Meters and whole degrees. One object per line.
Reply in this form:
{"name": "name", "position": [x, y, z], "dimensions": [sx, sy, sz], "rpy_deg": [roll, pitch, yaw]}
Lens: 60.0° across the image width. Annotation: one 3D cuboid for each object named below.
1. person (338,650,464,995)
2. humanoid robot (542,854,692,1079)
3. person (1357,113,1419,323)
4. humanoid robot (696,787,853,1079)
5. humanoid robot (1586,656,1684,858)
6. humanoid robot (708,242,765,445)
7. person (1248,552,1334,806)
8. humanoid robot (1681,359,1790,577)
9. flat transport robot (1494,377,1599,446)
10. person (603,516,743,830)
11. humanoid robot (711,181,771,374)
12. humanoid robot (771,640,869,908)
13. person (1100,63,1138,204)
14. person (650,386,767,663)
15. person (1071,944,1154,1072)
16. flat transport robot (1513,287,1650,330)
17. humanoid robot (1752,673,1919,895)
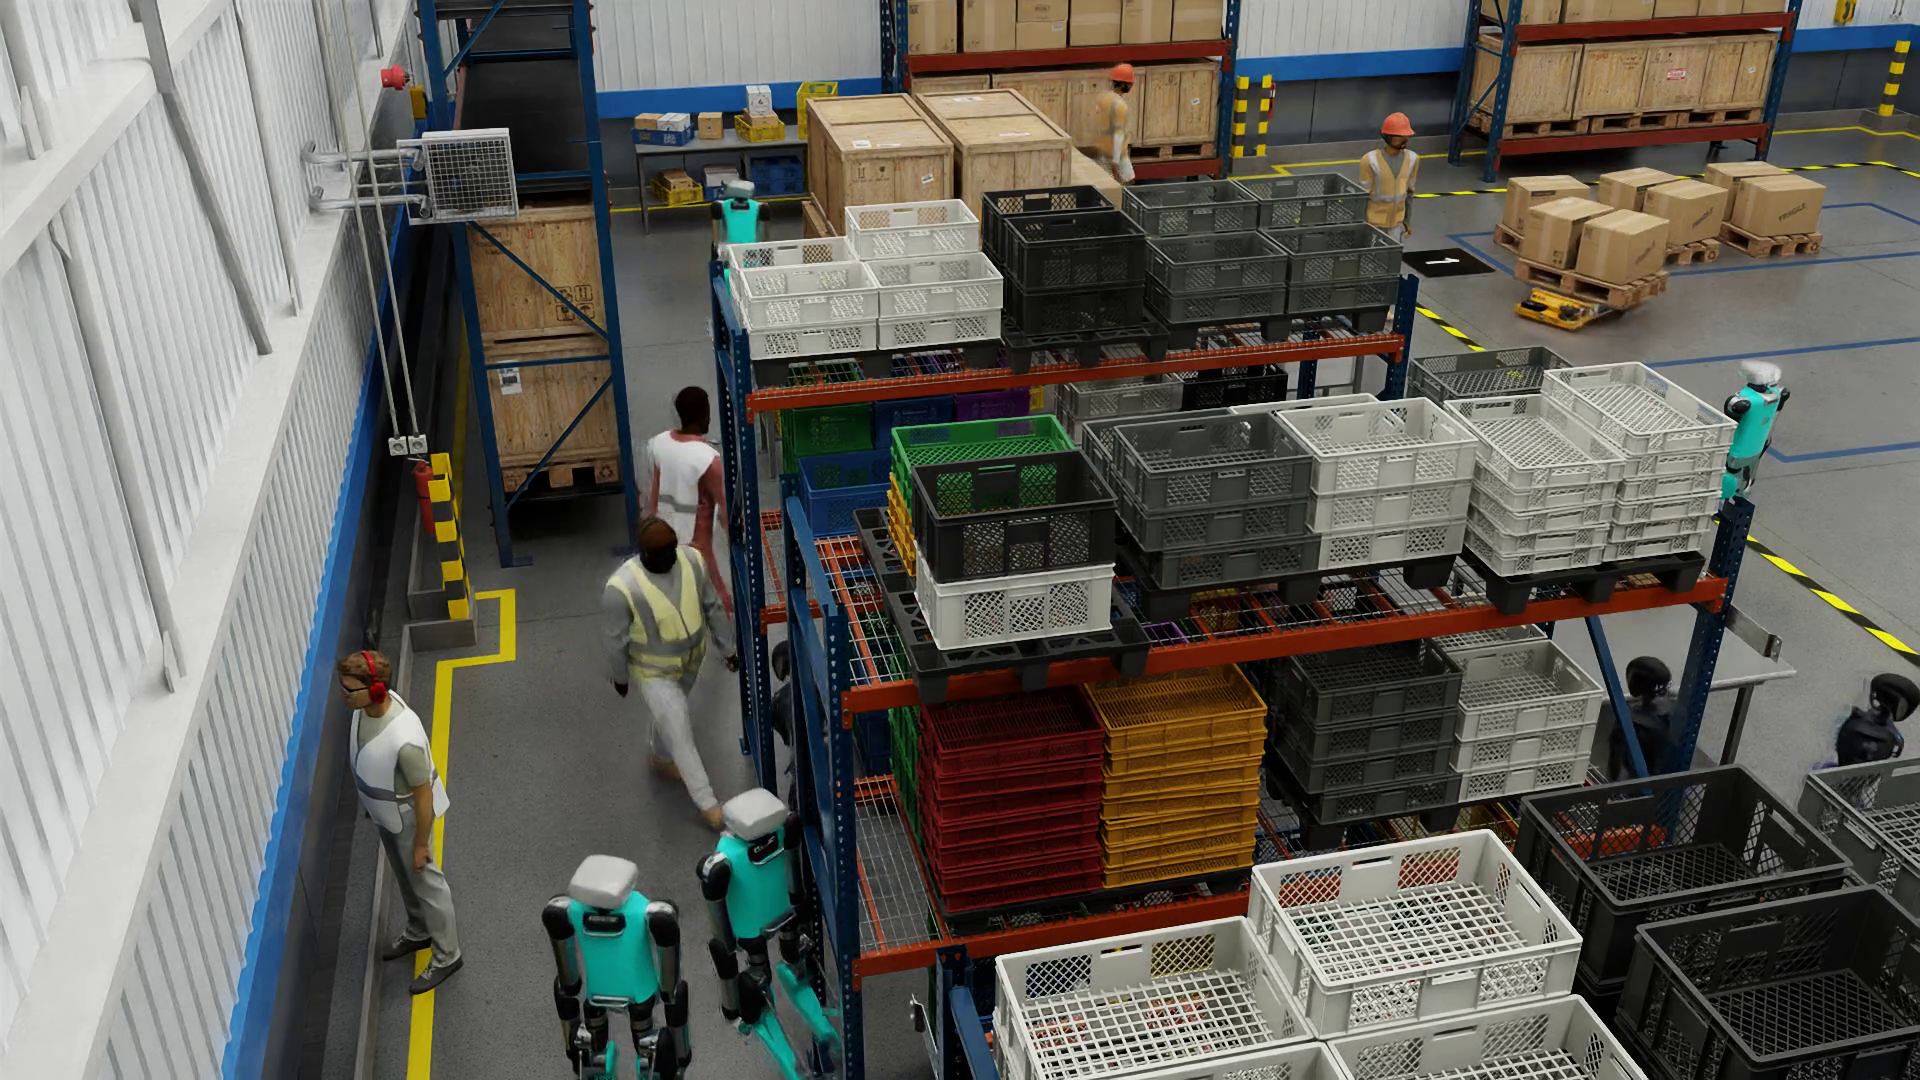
{"name": "person", "position": [-2.633, 1.307, 7.872], "dimensions": [0.391, 1.847, 0.563], "rpy_deg": [-21, 35, -35]}
{"name": "humanoid robot", "position": [-1.344, 2.083, 6.444], "dimensions": [0.544, 1.731, 0.687], "rpy_deg": [3, 28, 6]}
{"name": "person", "position": [4.081, -3.073, 15.974], "dimensions": [0.606, 2.045, 0.372], "rpy_deg": [-8, 29, -14]}
{"name": "humanoid robot", "position": [-0.672, 1.859, 6.872], "dimensions": [0.690, 1.733, 0.543], "rpy_deg": [20, 34, 33]}
{"name": "humanoid robot", "position": [3.266, 1.300, 8.094], "dimensions": [0.610, 1.620, 0.700], "rpy_deg": [-19, 33, -32]}
{"name": "humanoid robot", "position": [-1.603, -1.604, 13.567], "dimensions": [1.057, 1.757, 0.567], "rpy_deg": [-13, 30, -22]}
{"name": "person", "position": [1.807, 0.662, 9.183], "dimensions": [0.521, 1.768, 0.310], "rpy_deg": [20, 34, 32]}
{"name": "humanoid robot", "position": [5.040, -0.480, 11.244], "dimensions": [0.533, 1.672, 0.735], "rpy_deg": [-15, 31, -26]}
{"name": "flat transport robot", "position": [4.780, -1.036, 14.013], "dimensions": [0.659, 0.231, 1.431], "rpy_deg": [-6, 28, -12]}
{"name": "person", "position": [-1.521, 0.693, 9.091], "dimensions": [0.946, 1.797, 0.652], "rpy_deg": [23, 35, 36]}
{"name": "humanoid robot", "position": [-1.944, -2.278, 14.788], "dimensions": [0.561, 1.733, 1.009], "rpy_deg": [0, 28, -1]}
{"name": "humanoid robot", "position": [-0.746, 1.190, 8.292], "dimensions": [0.523, 1.649, 0.600], "rpy_deg": [0, 28, -1]}
{"name": "person", "position": [1.764, -4.369, 18.576], "dimensions": [0.862, 1.901, 0.546], "rpy_deg": [-9, 29, -16]}
{"name": "person", "position": [-1.607, -0.076, 10.478], "dimensions": [0.977, 1.867, 0.599], "rpy_deg": [-22, 35, -36]}
{"name": "person", "position": [0.542, 2.211, 6.136], "dimensions": [0.314, 1.869, 0.534], "rpy_deg": [-6, 28, -12]}
{"name": "flat transport robot", "position": [6.241, -2.437, 16.640], "dimensions": [1.431, 0.197, 0.652], "rpy_deg": [-21, 34, -34]}
{"name": "humanoid robot", "position": [4.238, 1.312, 8.100], "dimensions": [0.753, 1.628, 0.613], "rpy_deg": [18, 33, 30]}
